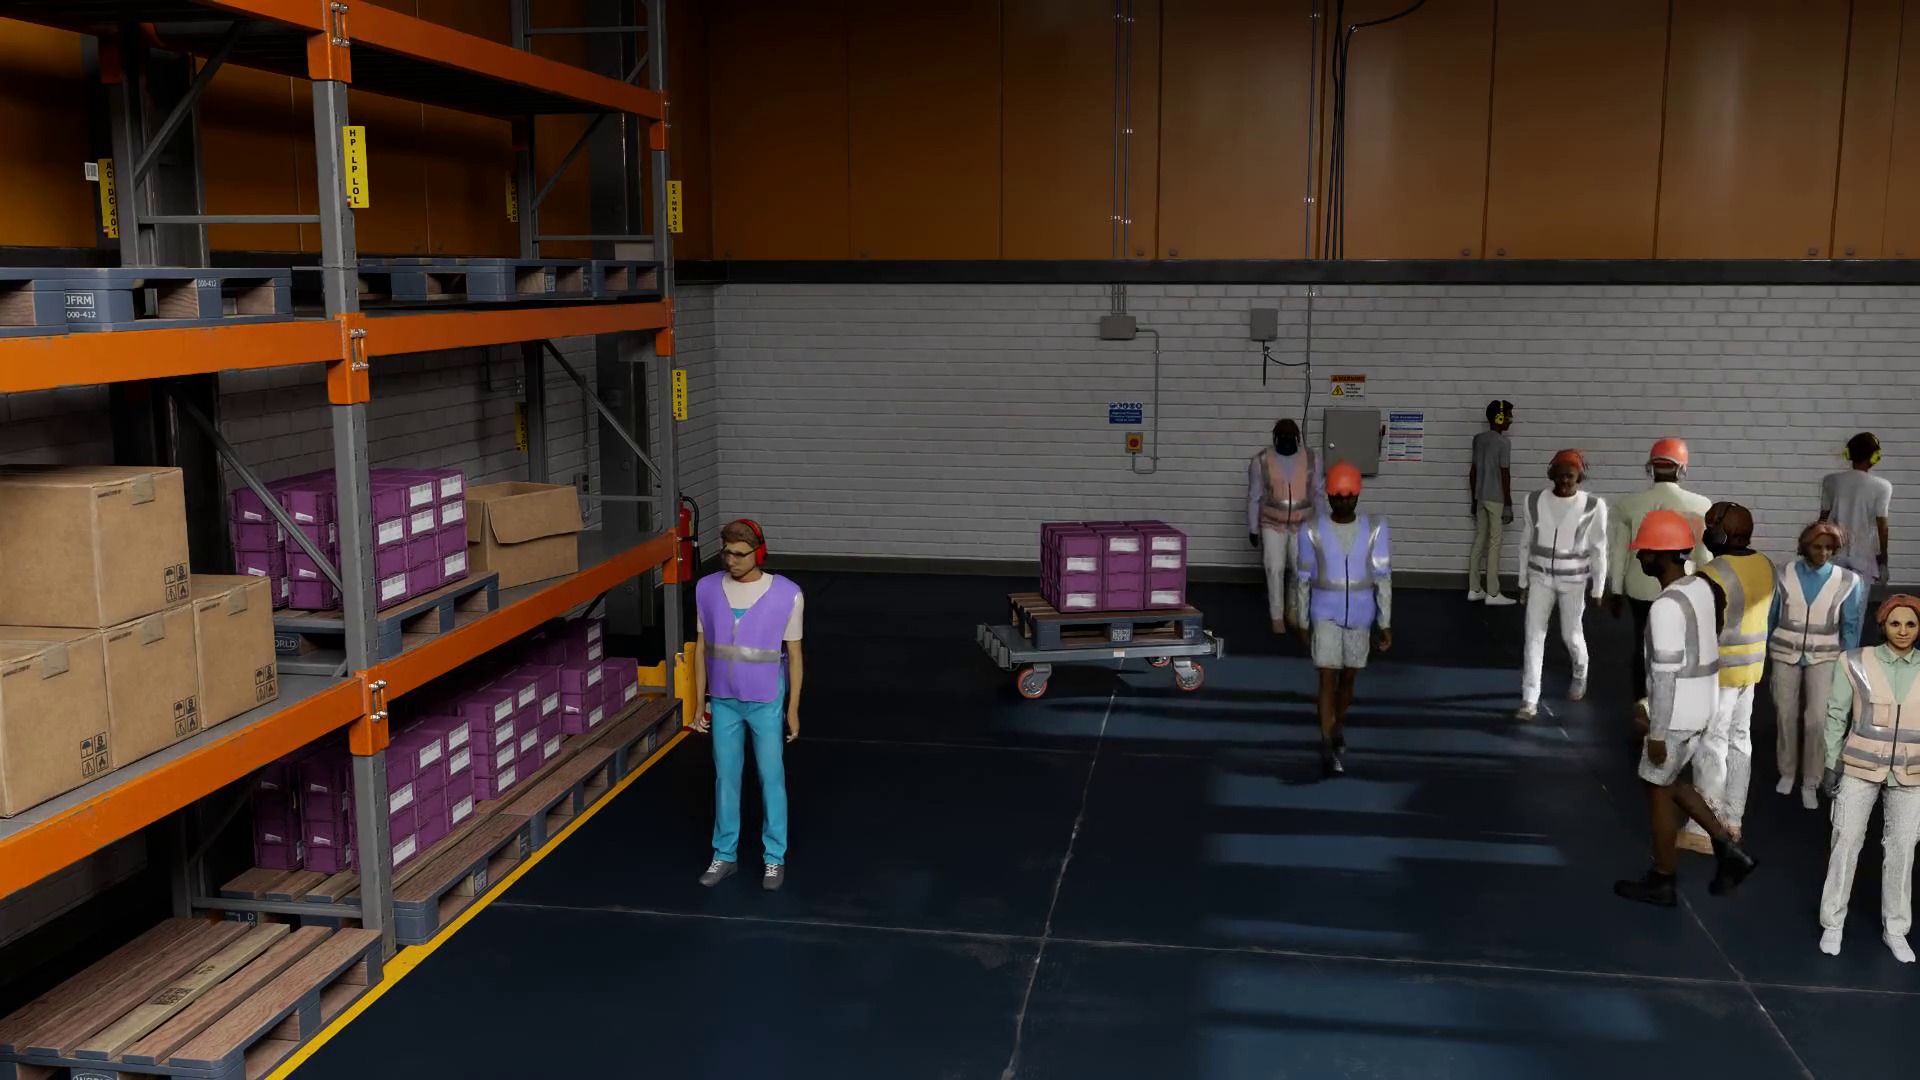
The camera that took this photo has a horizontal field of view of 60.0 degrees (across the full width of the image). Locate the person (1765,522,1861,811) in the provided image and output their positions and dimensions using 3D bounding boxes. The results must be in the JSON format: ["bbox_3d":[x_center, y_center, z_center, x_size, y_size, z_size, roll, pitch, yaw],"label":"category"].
[{"bbox_3d":[4.782,0.707,9.443,0.526,1.613,0.672,5,11,31],"label":"person"}]

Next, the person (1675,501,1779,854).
[{"bbox_3d":[3.959,0.714,8.706,0.622,1.844,0.429,-7,11,-36],"label":"person"}]

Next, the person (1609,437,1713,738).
[{"bbox_3d":[4.514,0.316,10.763,0.618,1.965,0.766,7,12,39],"label":"person"}]

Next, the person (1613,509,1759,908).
[{"bbox_3d":[3.401,0.816,7.847,0.604,1.918,0.572,8,12,41],"label":"person"}]

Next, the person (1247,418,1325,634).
[{"bbox_3d":[2.716,-0.116,13.882,0.653,1.824,0.436,1,9,5],"label":"person"}]

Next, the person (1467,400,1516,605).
[{"bbox_3d":[4.855,-0.343,15.160,0.331,1.865,0.519,-3,10,-20],"label":"person"}]

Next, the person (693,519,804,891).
[{"bbox_3d":[-1.037,0.799,8.191,0.564,1.837,0.388,2,9,12],"label":"person"}]

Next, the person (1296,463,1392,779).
[{"bbox_3d":[2.325,0.470,10.100,0.551,1.885,1.008,0,9,3],"label":"person"}]

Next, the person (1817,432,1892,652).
[{"bbox_3d":[6.576,0.129,12.299,0.493,1.851,0.527,-6,11,-34],"label":"person"}]

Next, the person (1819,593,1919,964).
[{"bbox_3d":[4.070,1.039,7.319,0.514,1.642,0.311,3,10,17],"label":"person"}]

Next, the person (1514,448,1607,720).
[{"bbox_3d":[4.141,0.274,11.430,0.594,1.853,0.880,6,11,34],"label":"person"}]
